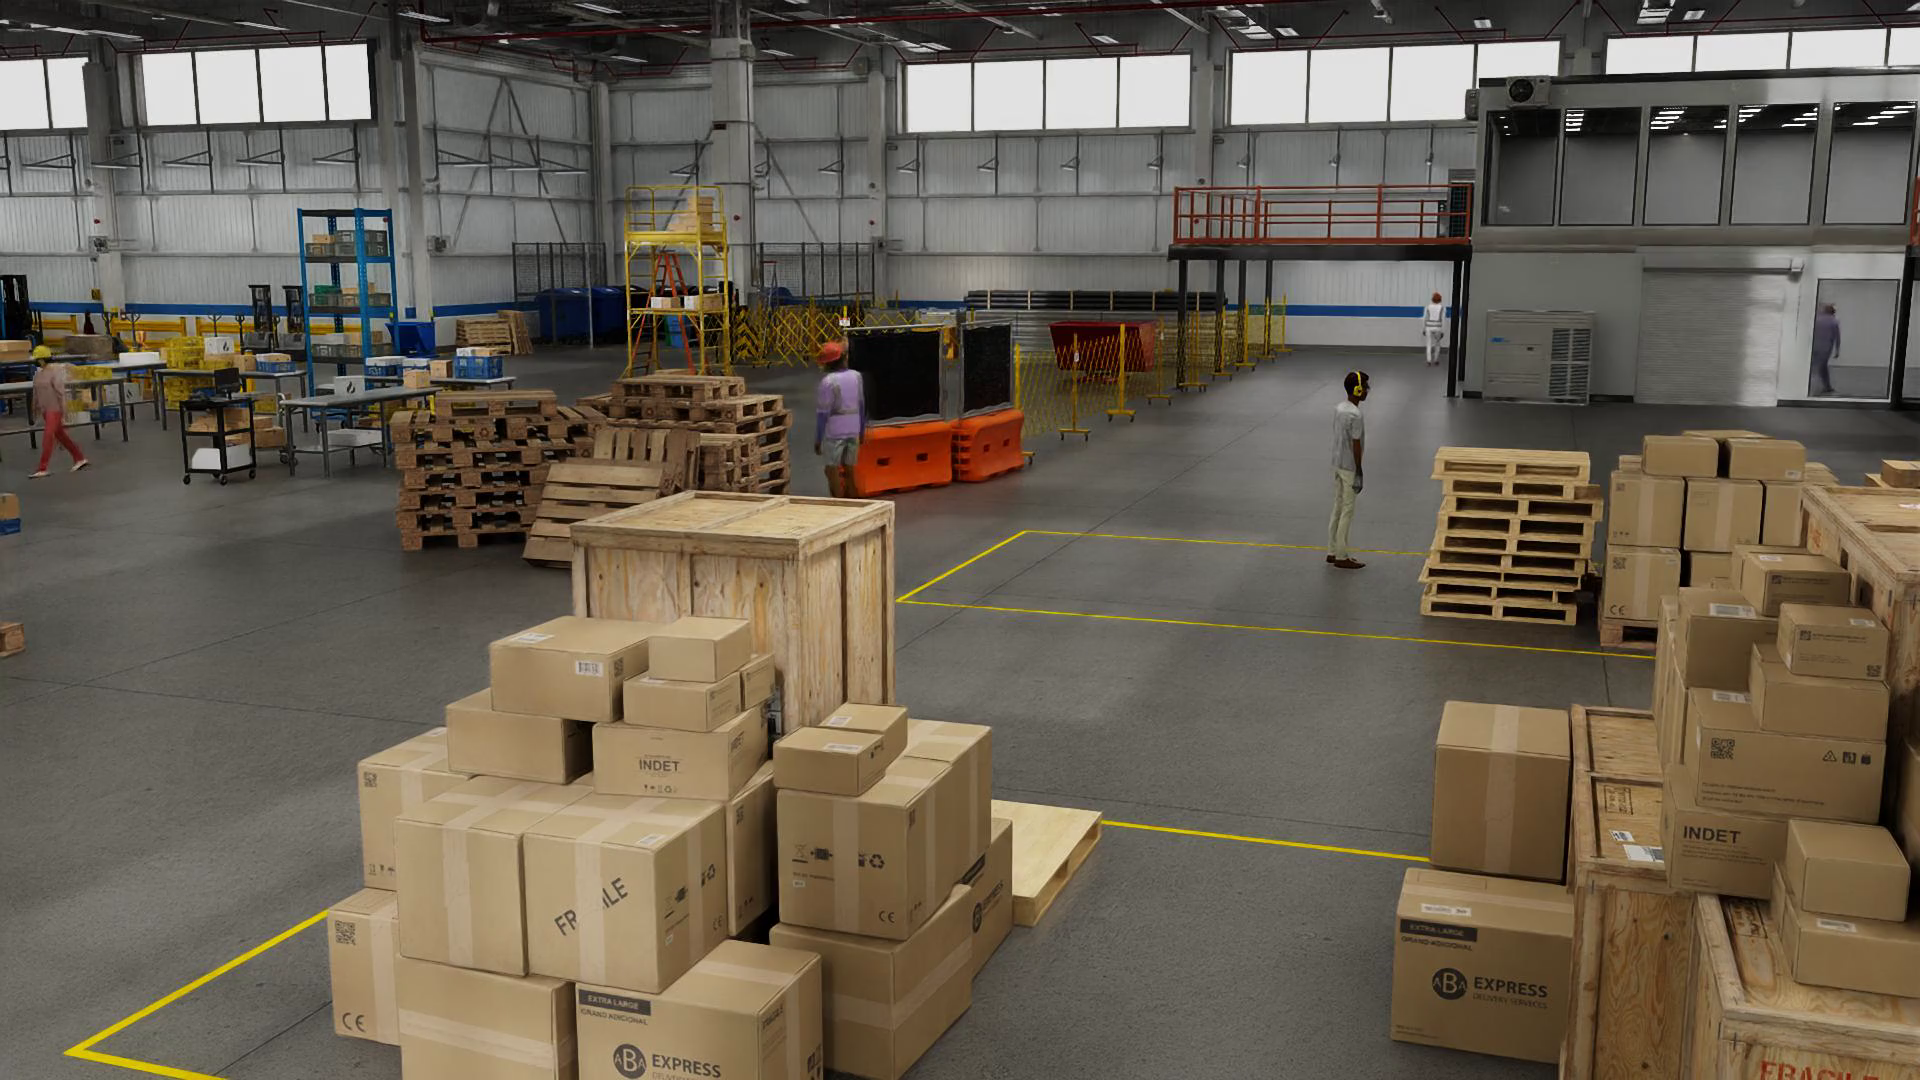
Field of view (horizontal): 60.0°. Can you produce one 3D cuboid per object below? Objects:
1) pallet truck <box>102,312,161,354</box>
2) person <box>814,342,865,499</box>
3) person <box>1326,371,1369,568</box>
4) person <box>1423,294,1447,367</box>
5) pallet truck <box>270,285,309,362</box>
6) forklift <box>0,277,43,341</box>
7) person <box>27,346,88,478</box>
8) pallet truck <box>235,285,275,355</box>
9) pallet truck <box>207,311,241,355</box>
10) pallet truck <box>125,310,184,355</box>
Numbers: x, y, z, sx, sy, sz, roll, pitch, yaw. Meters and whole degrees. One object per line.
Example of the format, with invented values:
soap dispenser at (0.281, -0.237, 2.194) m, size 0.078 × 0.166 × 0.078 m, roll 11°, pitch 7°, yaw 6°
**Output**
pallet truck at (-23.057, -5.777, 46.261) m, size 0.680 × 1.201 × 1.601 m, roll 3°, pitch 11°, yaw 19°
person at (-1.279, -1.125, 17.912) m, size 0.418 × 1.998 × 0.717 m, roll 10°, pitch 14°, yaw 44°
person at (3.667, -0.657, 15.665) m, size 0.328 × 1.861 × 0.501 m, roll -2°, pitch 10°, yaw -12°
person at (11.855, -5.246, 41.596) m, size 0.573 × 1.834 × 1.020 m, roll 4°, pitch 11°, yaw 19°
pallet truck at (-17.147, -5.700, 43.663) m, size 0.823 × 1.965 × 1.885 m, roll 3°, pitch 11°, yaw 17°
forklift at (-27.151, -6.329, 46.328) m, size 1.157 × 1.987 × 2.680 m, roll 3°, pitch 11°, yaw 17°
person at (-11.997, -1.718, 22.009) m, size 0.541 × 1.726 × 0.900 m, roll 6°, pitch 11°, yaw 29°
pallet truck at (-18.327, -5.835, 44.421) m, size 0.823 × 1.965 × 1.885 m, roll 4°, pitch 11°, yaw 23°
pallet truck at (-19.537, -5.575, 44.913) m, size 0.653 × 1.274 × 1.630 m, roll 3°, pitch 11°, yaw 19°
pallet truck at (-22.038, -5.665, 45.457) m, size 0.704 × 1.261 × 1.522 m, roll 3°, pitch 11°, yaw 17°
